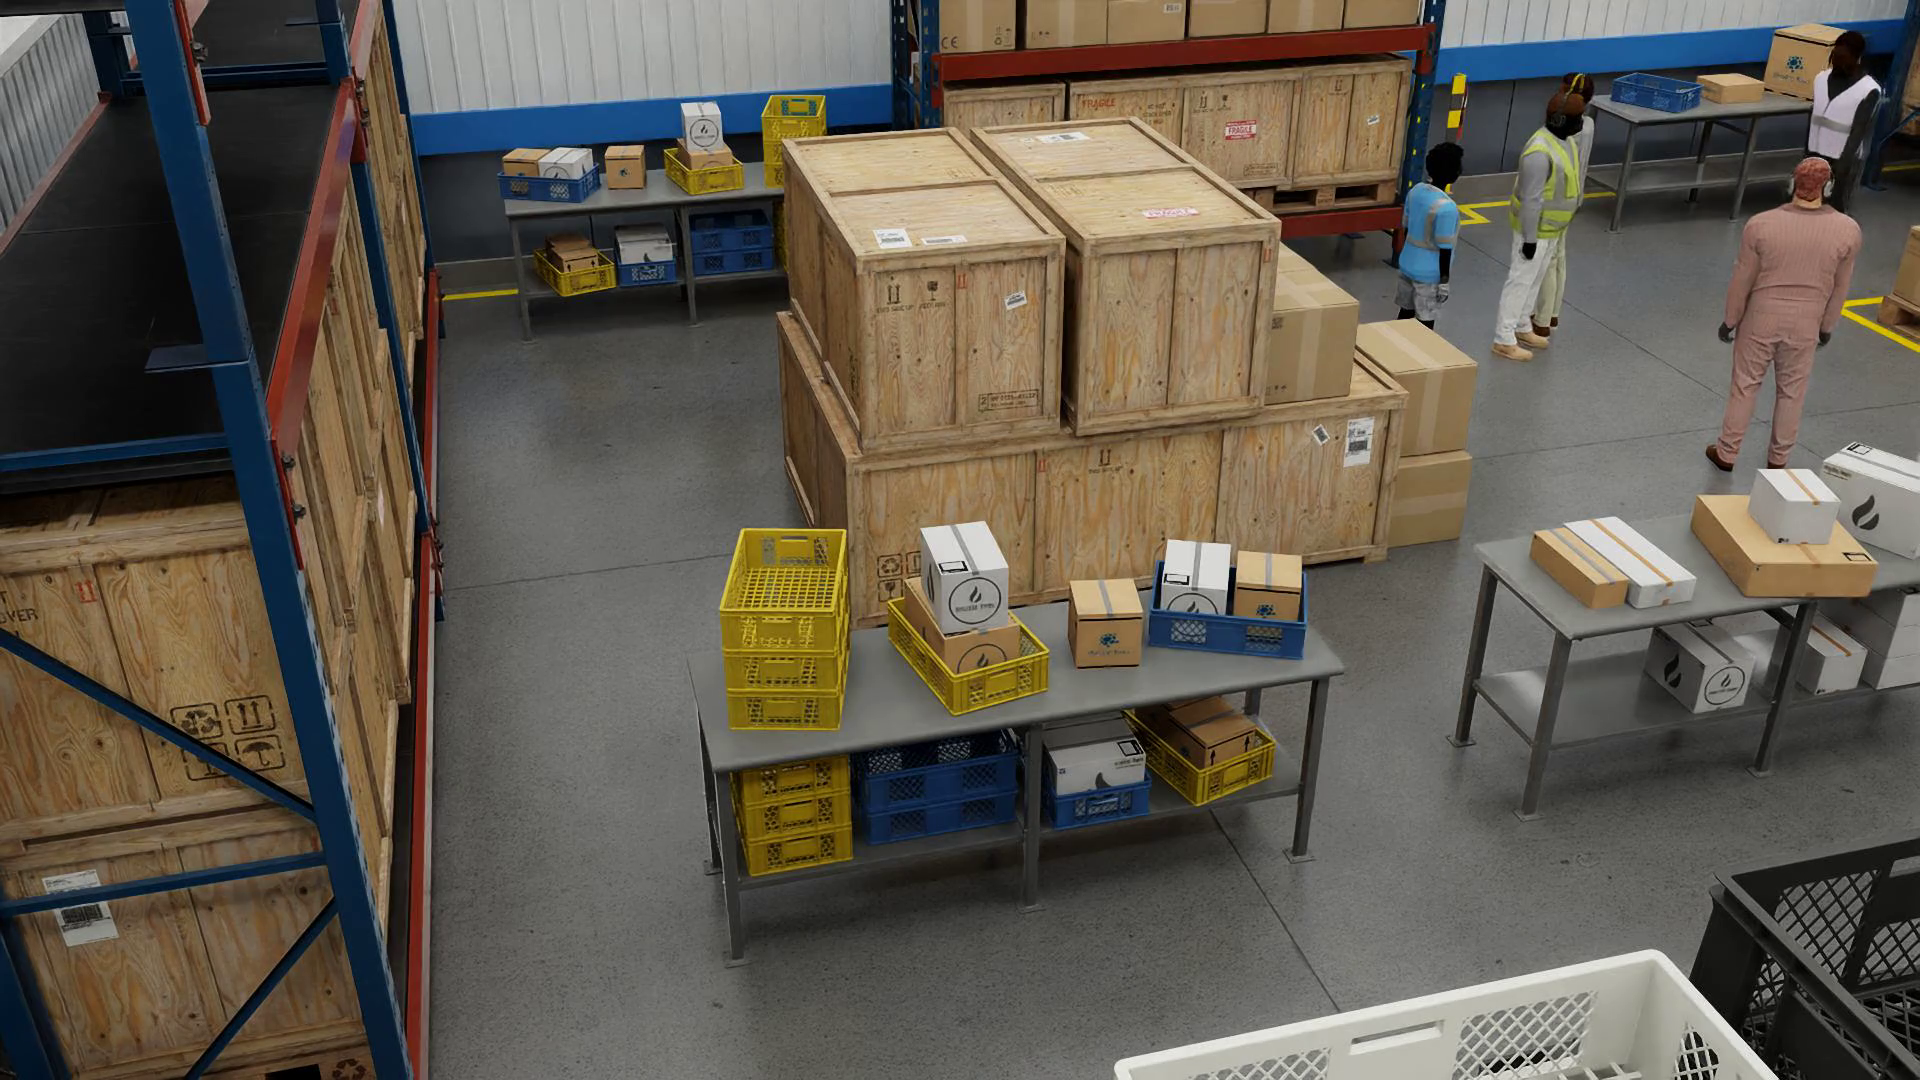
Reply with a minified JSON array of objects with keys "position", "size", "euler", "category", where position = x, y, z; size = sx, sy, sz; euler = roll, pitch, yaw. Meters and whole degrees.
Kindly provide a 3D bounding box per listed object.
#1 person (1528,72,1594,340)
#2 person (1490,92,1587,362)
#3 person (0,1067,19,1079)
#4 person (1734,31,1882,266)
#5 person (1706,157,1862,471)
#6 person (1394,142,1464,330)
[{"position":[4.183,-2.338,11.687],"size":[0.319,1.871,0.532],"euler":[19,34,30],"category":"person"},{"position":[3.976,-2.141,11.374],"size":[0.430,1.837,0.619],"euler":[18,34,30],"category":"person"},{"position":[-2.108,1.929,3.883],"size":[0.374,1.933,0.625],"euler":[22,36,34],"category":"person"},{"position":[6.553,-2.907,12.703],"size":[0.861,1.882,0.599],"euler":[-11,31,-20],"category":"person"},{"position":[4.810,-1.300,9.773],"size":[0.643,1.901,0.400],"euler":[7,30,12],"category":"person"},{"position":[3.019,-1.732,10.763],"size":[0.317,1.695,0.540],"euler":[-7,30,-12],"category":"person"}]
